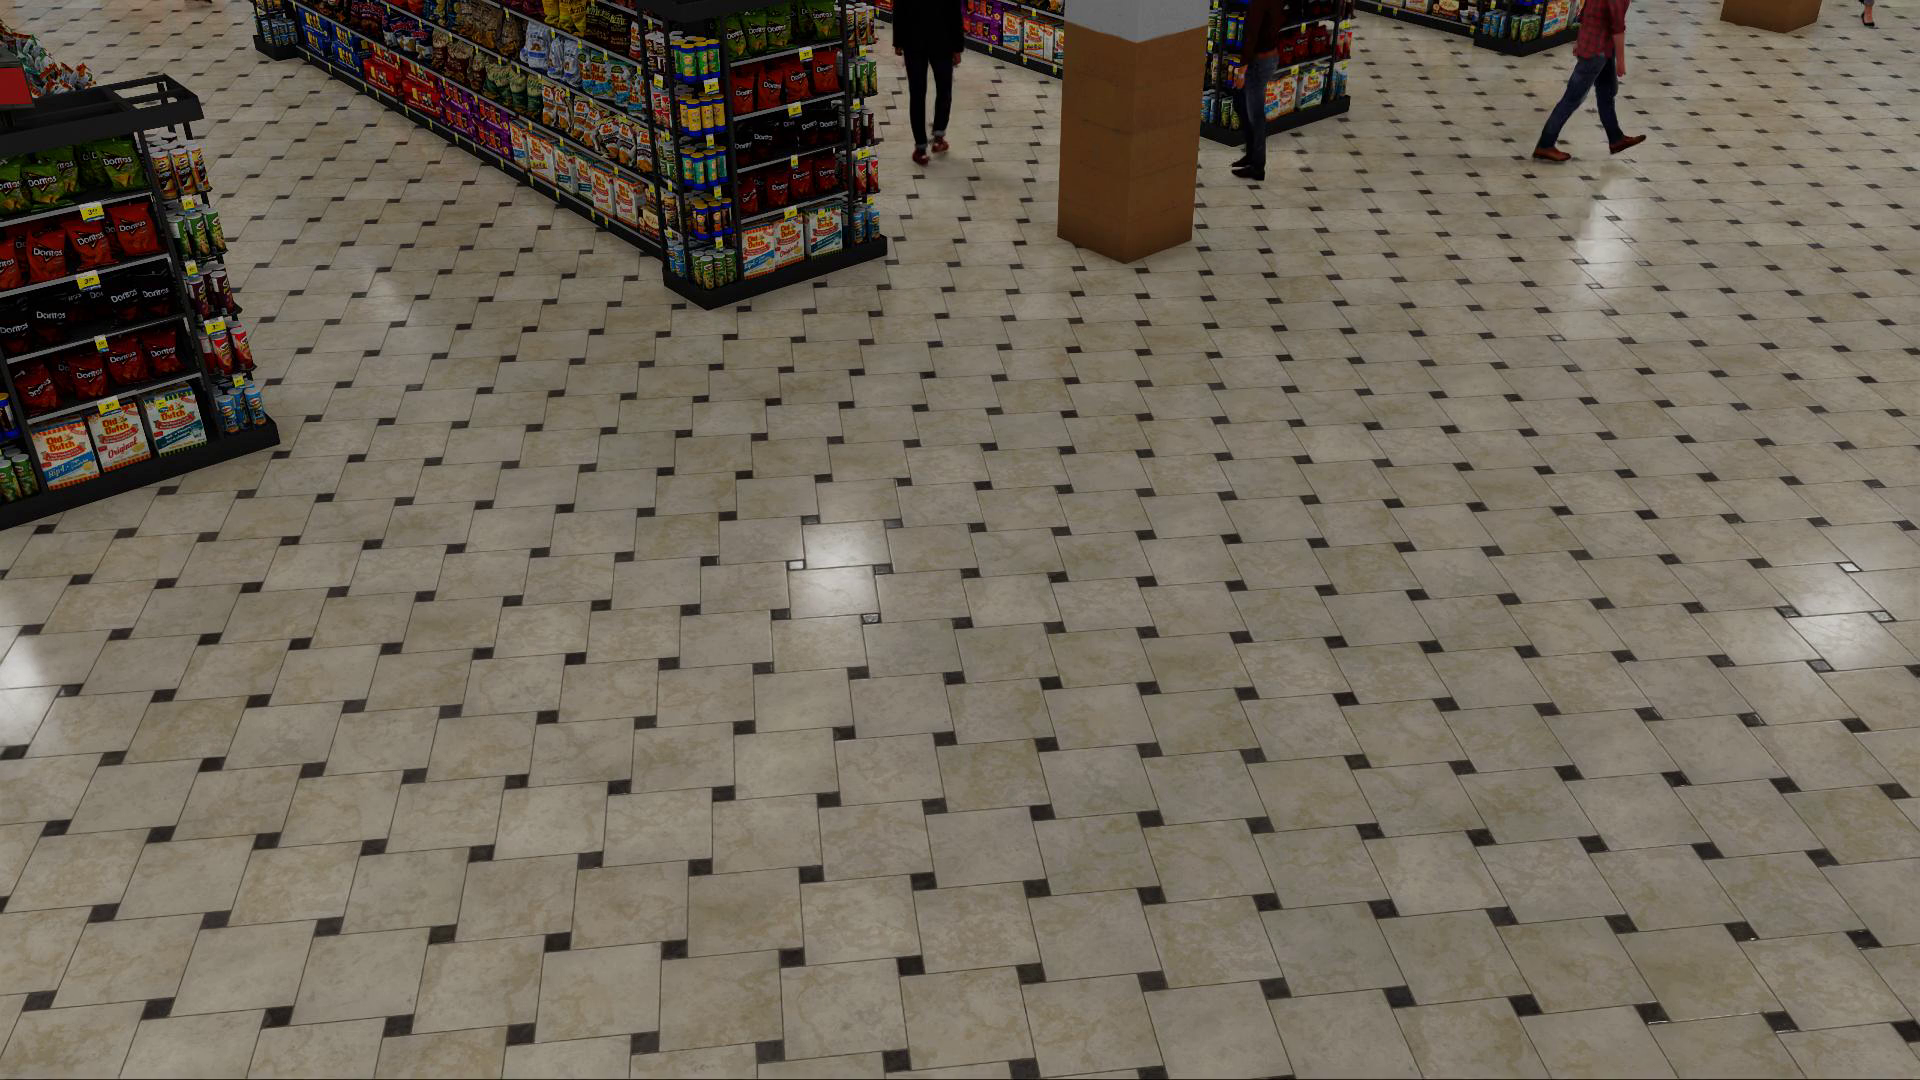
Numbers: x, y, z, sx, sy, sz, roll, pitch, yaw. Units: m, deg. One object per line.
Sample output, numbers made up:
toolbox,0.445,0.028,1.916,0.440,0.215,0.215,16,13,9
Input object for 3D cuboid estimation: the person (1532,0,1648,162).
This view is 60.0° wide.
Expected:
person,4.917,-3.856,13.119,1.243,1.792,1.178,3,32,4

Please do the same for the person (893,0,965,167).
person,-0.250,-3.839,13.086,0.893,1.799,0.943,-3,32,-4

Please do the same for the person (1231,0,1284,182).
person,2.379,-3.624,12.765,0.755,1.773,0.764,13,34,20
